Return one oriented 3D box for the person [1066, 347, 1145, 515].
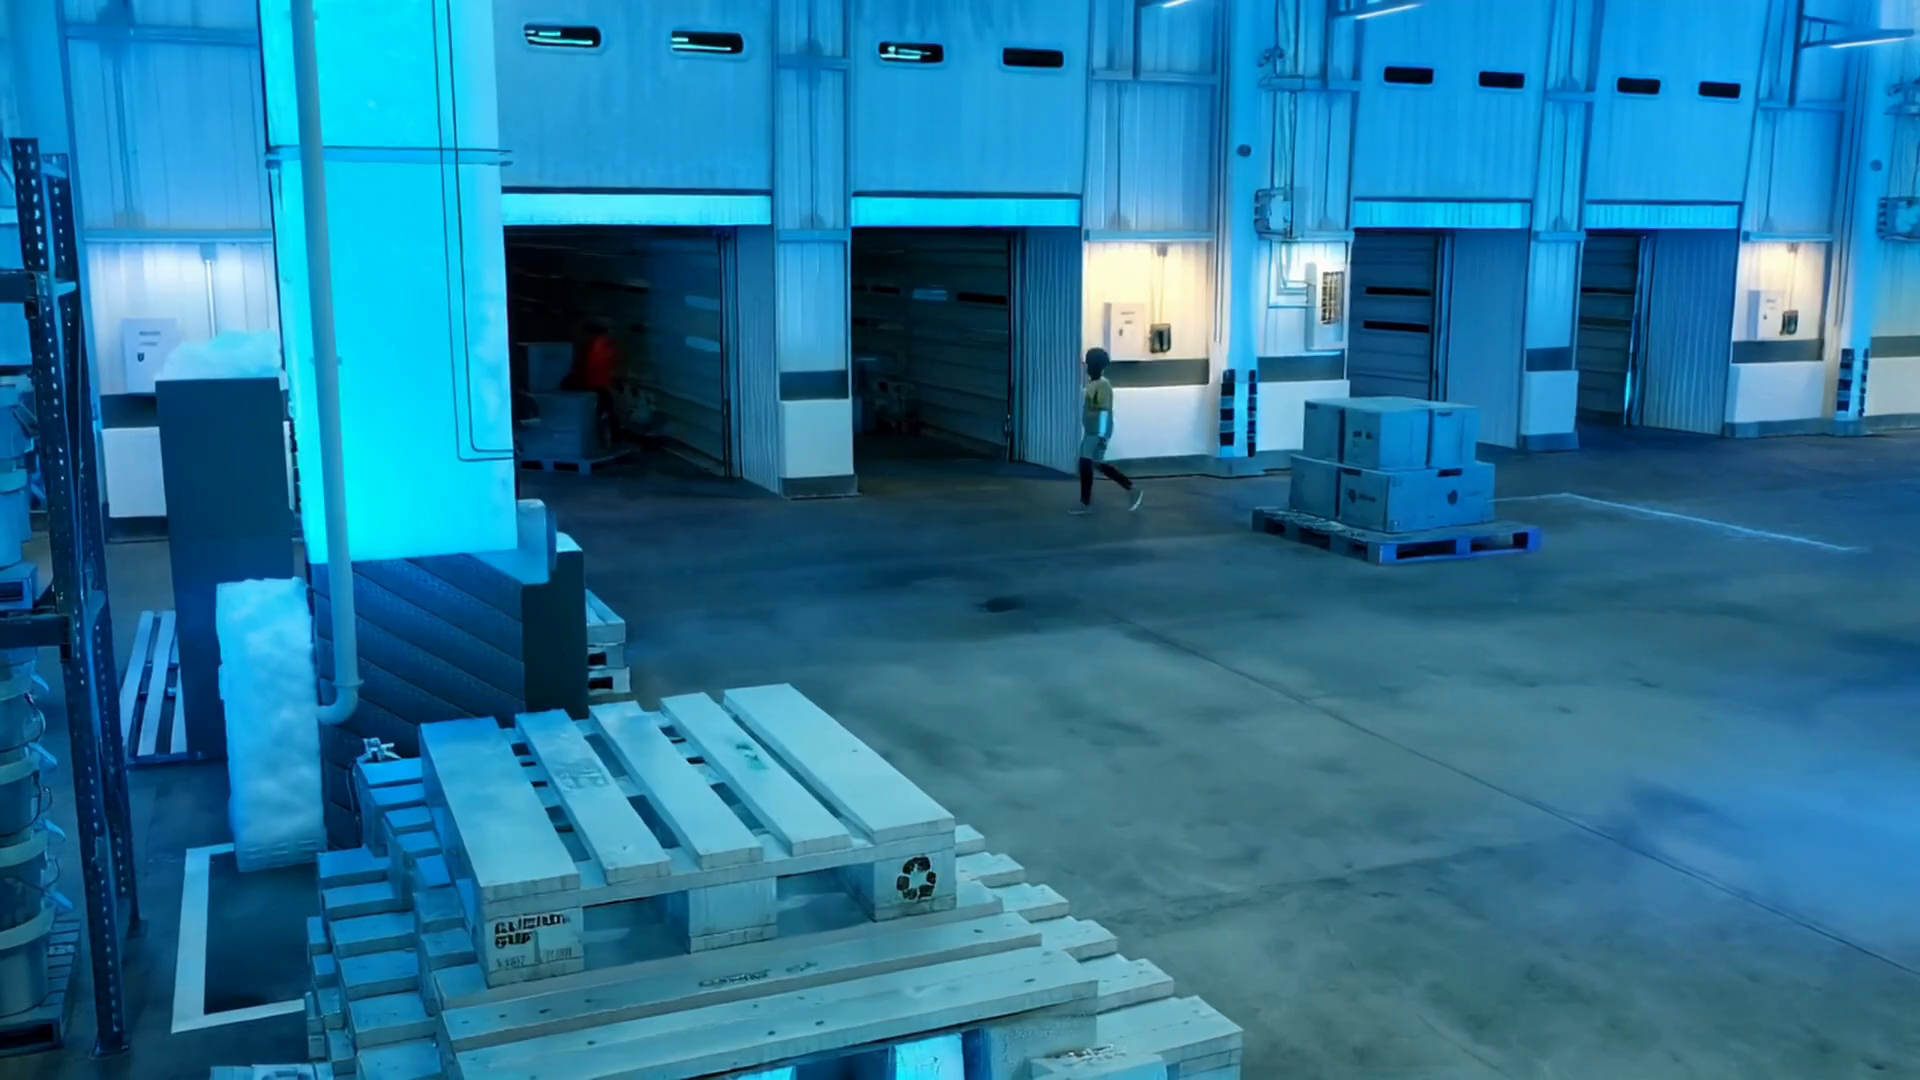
[{"bbox_3d":[1.441,-1.056,16.363,0.701,1.680,0.538,-2,10,-11],"label":"person"}]
